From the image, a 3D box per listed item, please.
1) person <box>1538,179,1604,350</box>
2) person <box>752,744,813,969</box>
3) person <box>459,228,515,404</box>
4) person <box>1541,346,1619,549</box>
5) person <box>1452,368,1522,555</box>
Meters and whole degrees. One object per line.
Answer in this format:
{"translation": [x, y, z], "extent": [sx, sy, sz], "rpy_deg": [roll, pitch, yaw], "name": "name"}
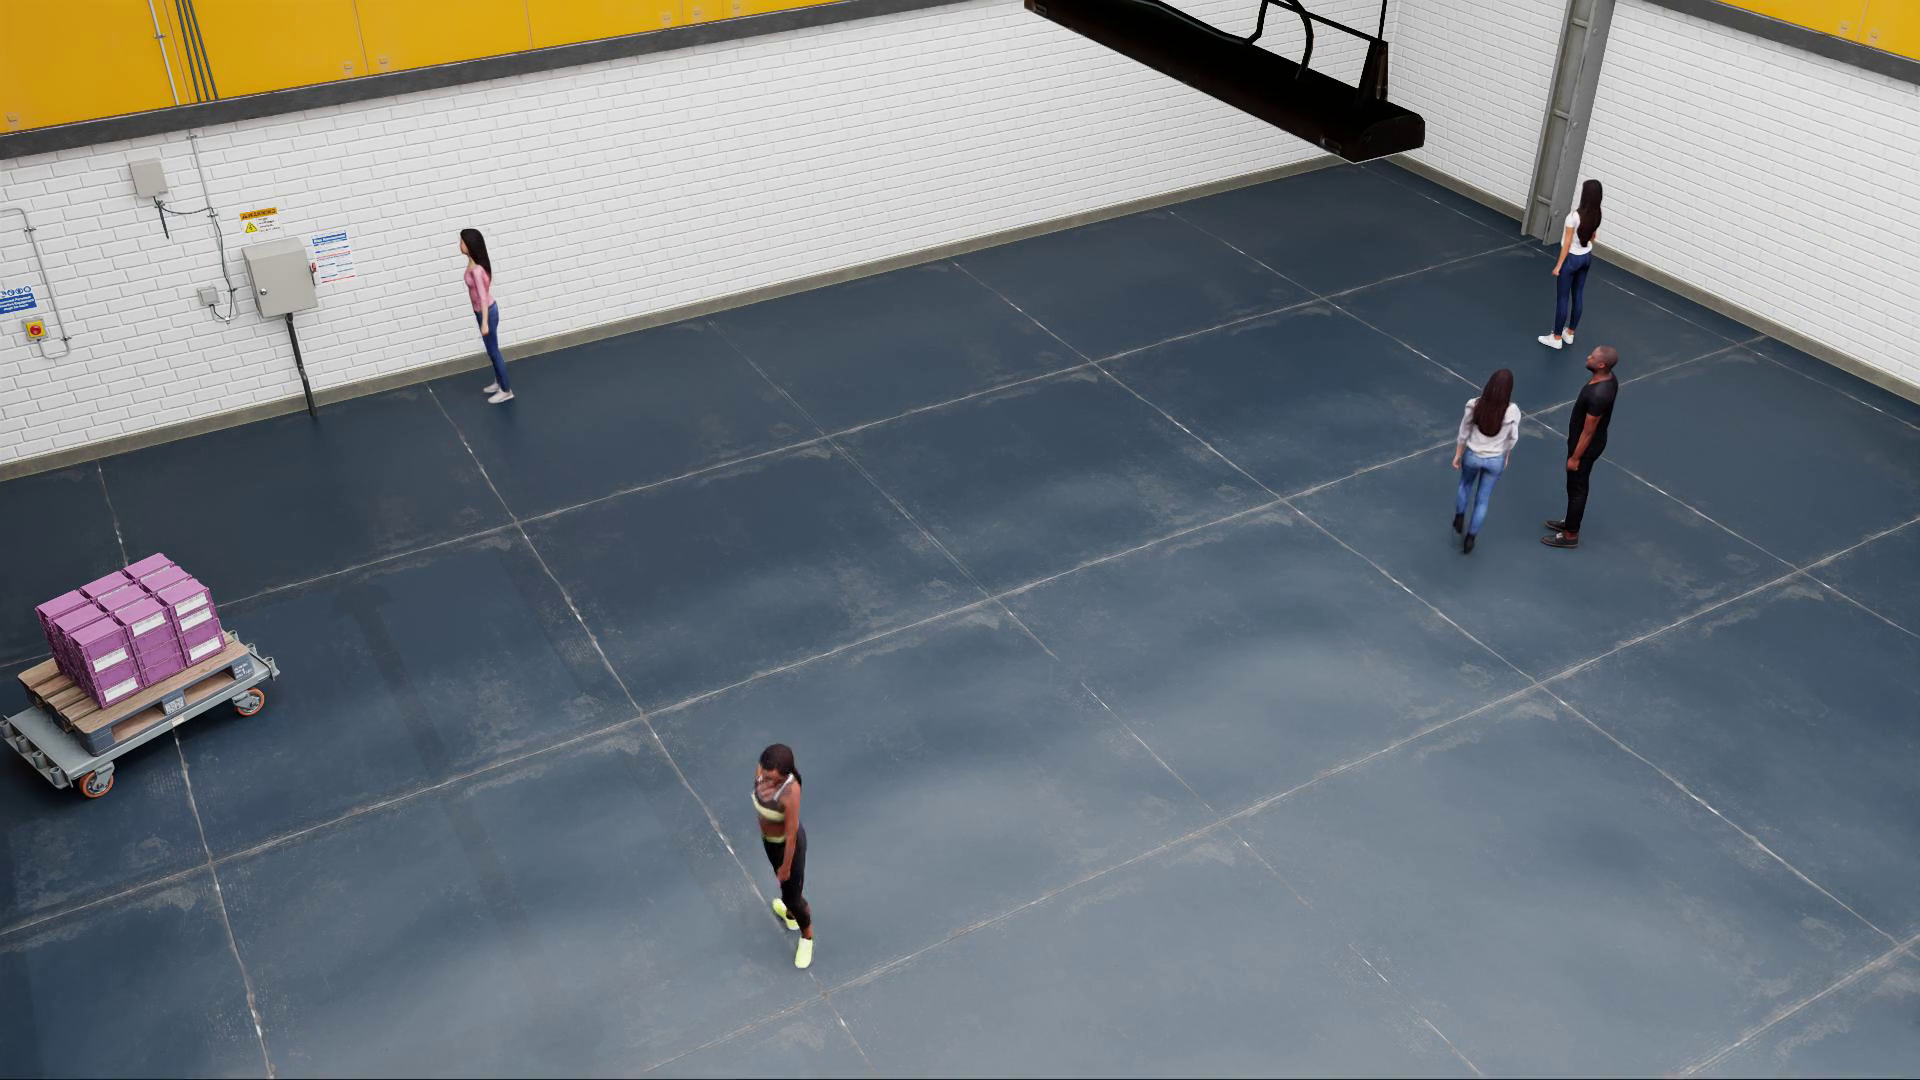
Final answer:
{"translation": [6.172, -2.771, 16.661], "extent": [0.583, 1.776, 0.510], "rpy_deg": [-17, 37, -23], "name": "person"}
{"translation": [-1.042, 1.756, 9.898], "extent": [0.801, 1.724, 0.435], "rpy_deg": [-10, 35, -15], "name": "person"}
{"translation": [-4.491, -2.130, 15.732], "extent": [0.671, 1.739, 0.486], "rpy_deg": [-11, 35, -16], "name": "person"}
{"translation": [5.119, -0.769, 13.611], "extent": [0.764, 1.819, 0.751], "rpy_deg": [15, 36, 21], "name": "person"}
{"translation": [4.266, -0.605, 13.552], "extent": [0.809, 1.611, 0.865], "rpy_deg": [12, 35, 18], "name": "person"}
